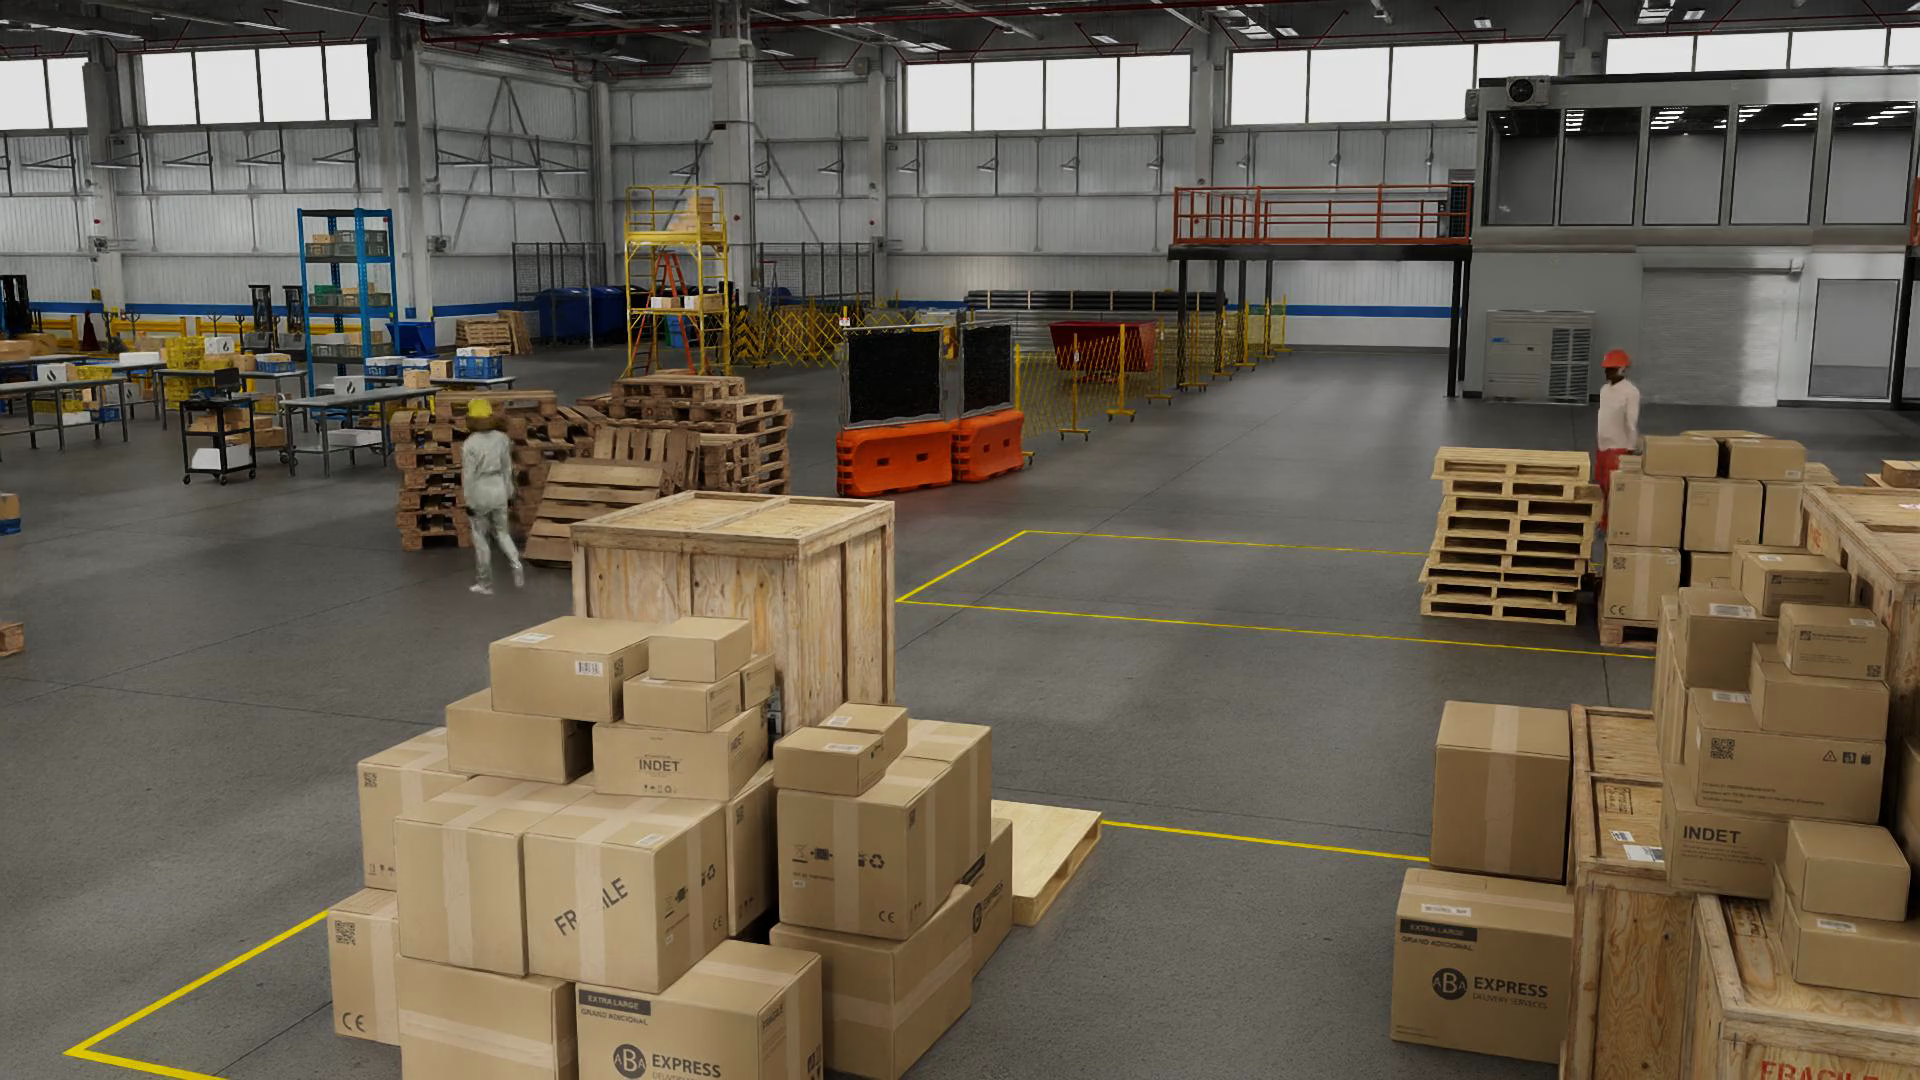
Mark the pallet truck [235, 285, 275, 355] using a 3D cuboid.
[{"bbox_3d":[-18.327,-5.835,44.421,0.823,1.965,1.885,4,11,23],"label":"pallet truck"}]

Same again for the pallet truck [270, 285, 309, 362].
[{"bbox_3d":[-17.147,-5.700,43.663,0.823,1.965,1.885,3,11,17],"label":"pallet truck"}]

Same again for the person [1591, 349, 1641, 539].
[{"bbox_3d":[6.828,-0.990,17.215,0.676,1.977,0.623,-2,10,-13],"label":"person"}]

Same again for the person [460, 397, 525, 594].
[{"bbox_3d":[-4.064,-0.372,14.393,0.520,1.727,0.503,9,13,41],"label":"person"}]

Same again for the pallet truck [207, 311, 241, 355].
[{"bbox_3d":[-19.537,-5.575,44.913,0.653,1.274,1.630,3,11,19],"label":"pallet truck"}]

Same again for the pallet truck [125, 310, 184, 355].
[{"bbox_3d":[-22.038,-5.665,45.457,0.704,1.261,1.522,3,11,17],"label":"pallet truck"}]

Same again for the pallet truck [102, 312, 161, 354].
[{"bbox_3d":[-23.057,-5.777,46.261,0.680,1.201,1.601,3,11,19],"label":"pallet truck"}]

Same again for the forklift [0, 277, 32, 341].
[{"bbox_3d":[-27.151,-6.329,46.328,1.157,1.987,2.680,3,11,17],"label":"forklift"}]
